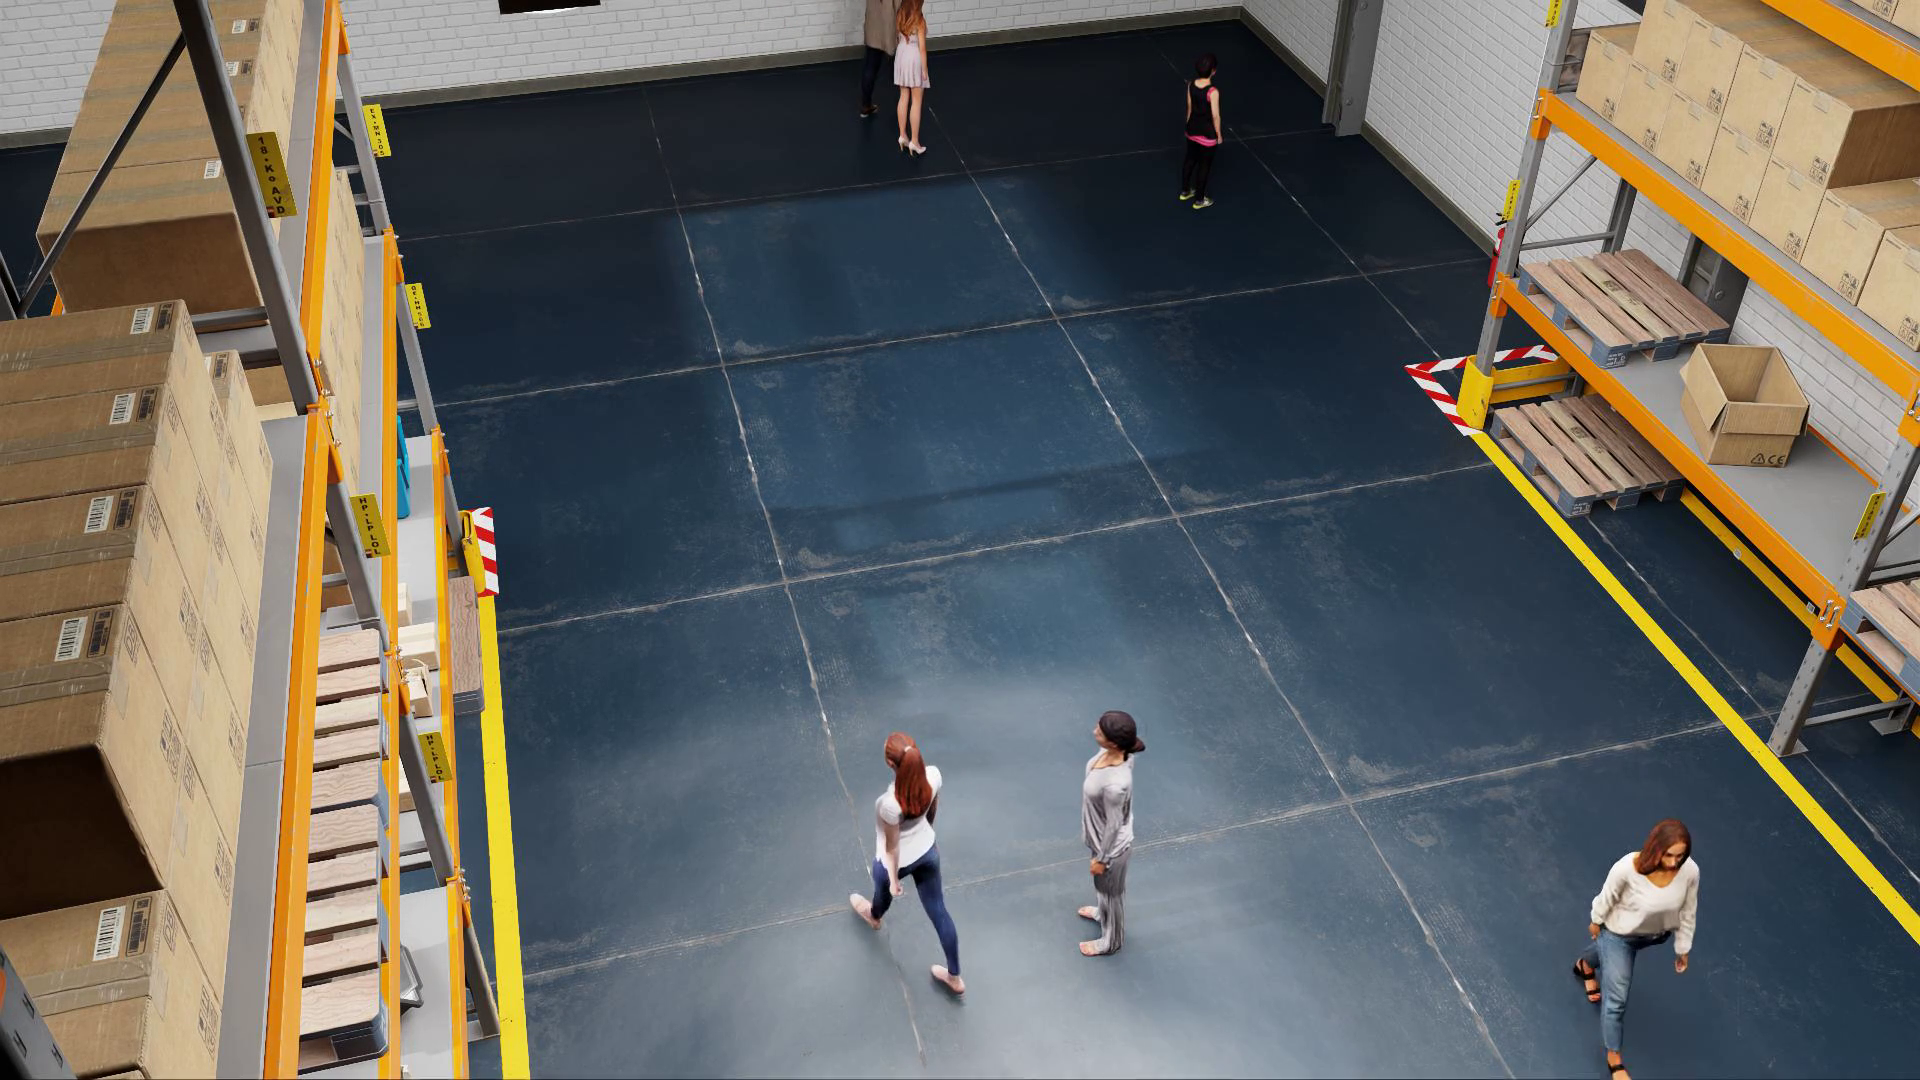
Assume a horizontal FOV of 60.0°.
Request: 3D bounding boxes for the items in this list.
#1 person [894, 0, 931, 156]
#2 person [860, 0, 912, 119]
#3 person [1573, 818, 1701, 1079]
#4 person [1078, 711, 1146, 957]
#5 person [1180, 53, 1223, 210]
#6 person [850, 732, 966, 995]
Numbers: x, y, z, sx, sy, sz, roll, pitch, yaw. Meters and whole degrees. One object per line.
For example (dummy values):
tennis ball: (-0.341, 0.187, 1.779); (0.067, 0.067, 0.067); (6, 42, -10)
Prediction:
person: (-0.503, -4.807, 16.986); (0.665, 1.766, 0.739); (28, 46, 30)
person: (-0.855, -5.372, 17.633); (1.200, 1.842, 1.235); (21, 43, 24)
person: (3.468, 1.956, 8.624); (0.741, 1.633, 1.127); (-3, 39, -4)
person: (0.814, 1.580, 8.983); (0.712, 1.773, 0.563); (3, 39, 4)
person: (2.334, -3.958, 16.096); (0.685, 1.550, 0.589); (-25, 45, -28)
person: (-0.204, 1.745, 8.843); (0.935, 1.689, 1.223); (-29, 47, -31)
